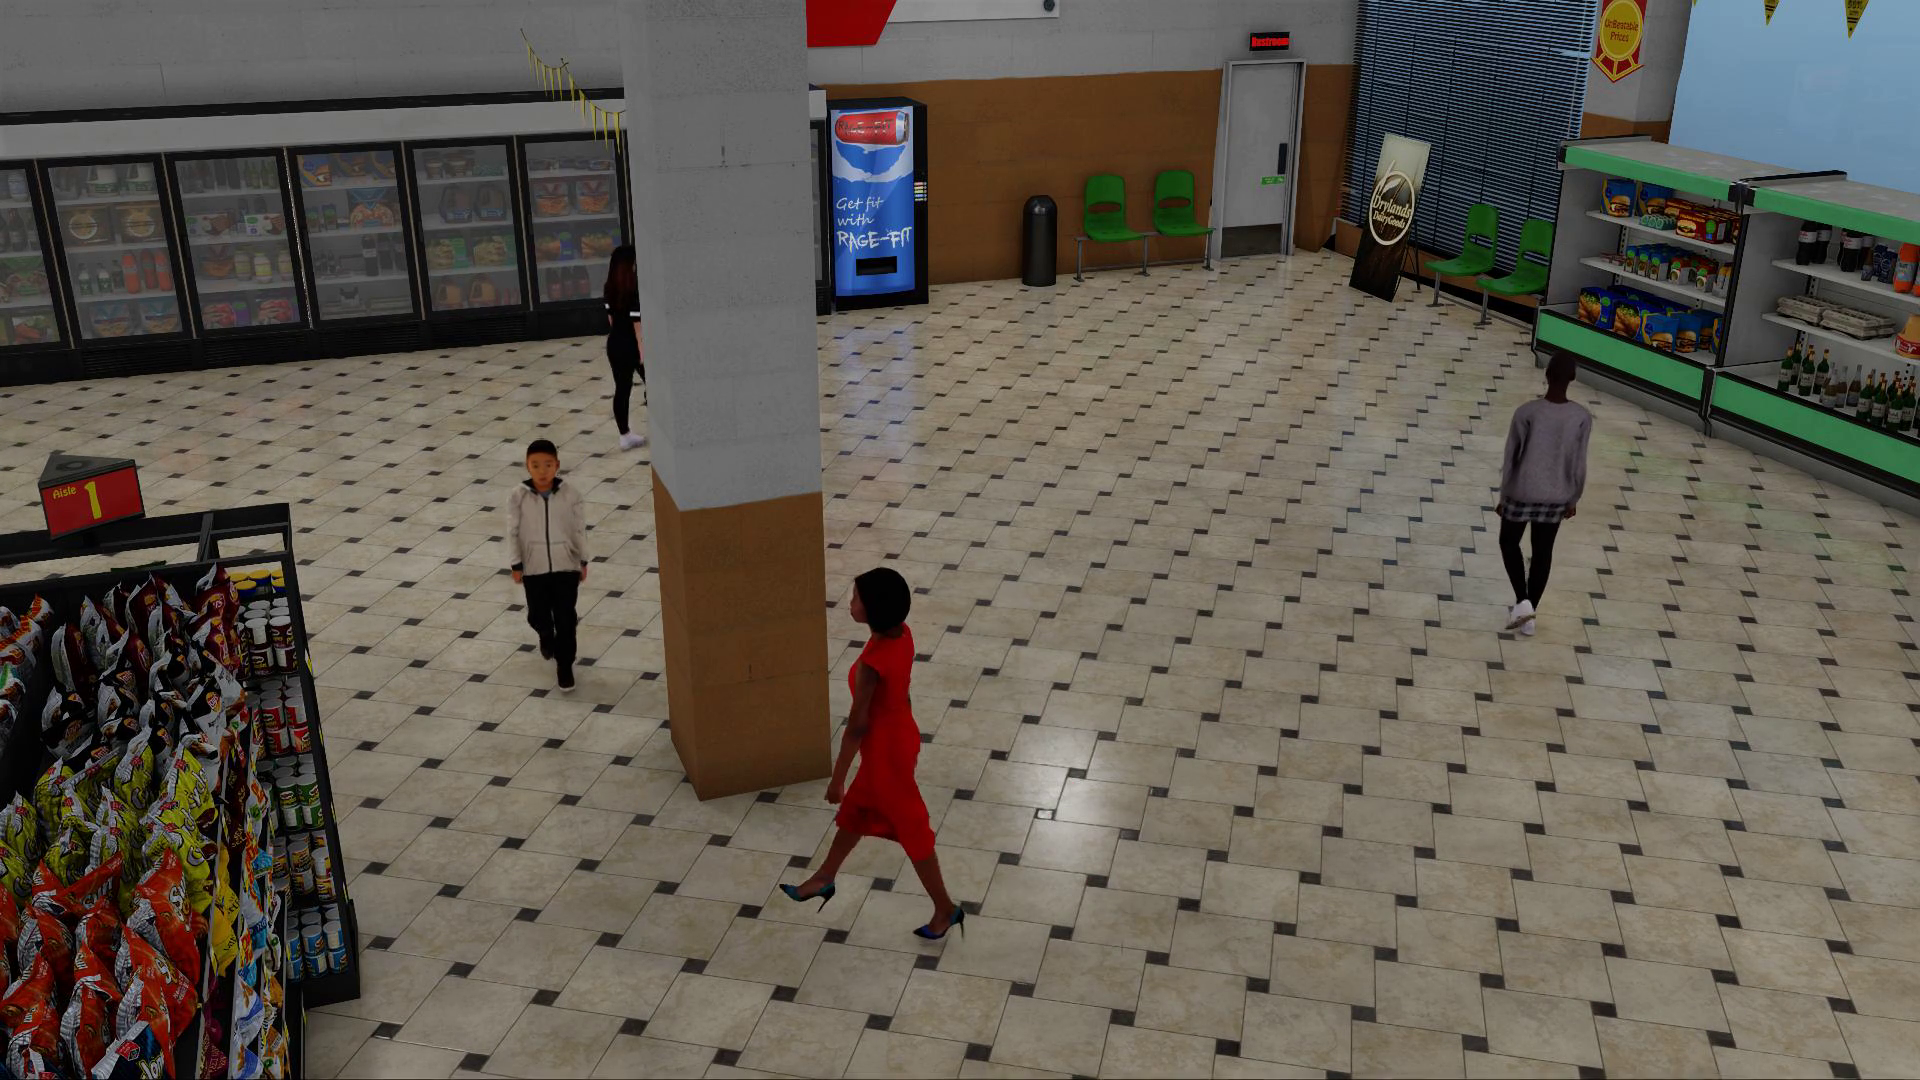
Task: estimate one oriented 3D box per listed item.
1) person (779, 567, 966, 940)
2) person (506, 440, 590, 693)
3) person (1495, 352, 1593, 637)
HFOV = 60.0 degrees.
[{"bbox_3d":[-0.215,0.957,6.928,1.035,1.702,1.099,5,22,12],"label":"person"},{"bbox_3d":[-2.315,0.116,9.362,0.608,1.446,0.785,-7,23,-16],"label":"person"},{"bbox_3d":[3.421,-0.225,9.788,0.807,1.763,0.885,3,22,7],"label":"person"}]
